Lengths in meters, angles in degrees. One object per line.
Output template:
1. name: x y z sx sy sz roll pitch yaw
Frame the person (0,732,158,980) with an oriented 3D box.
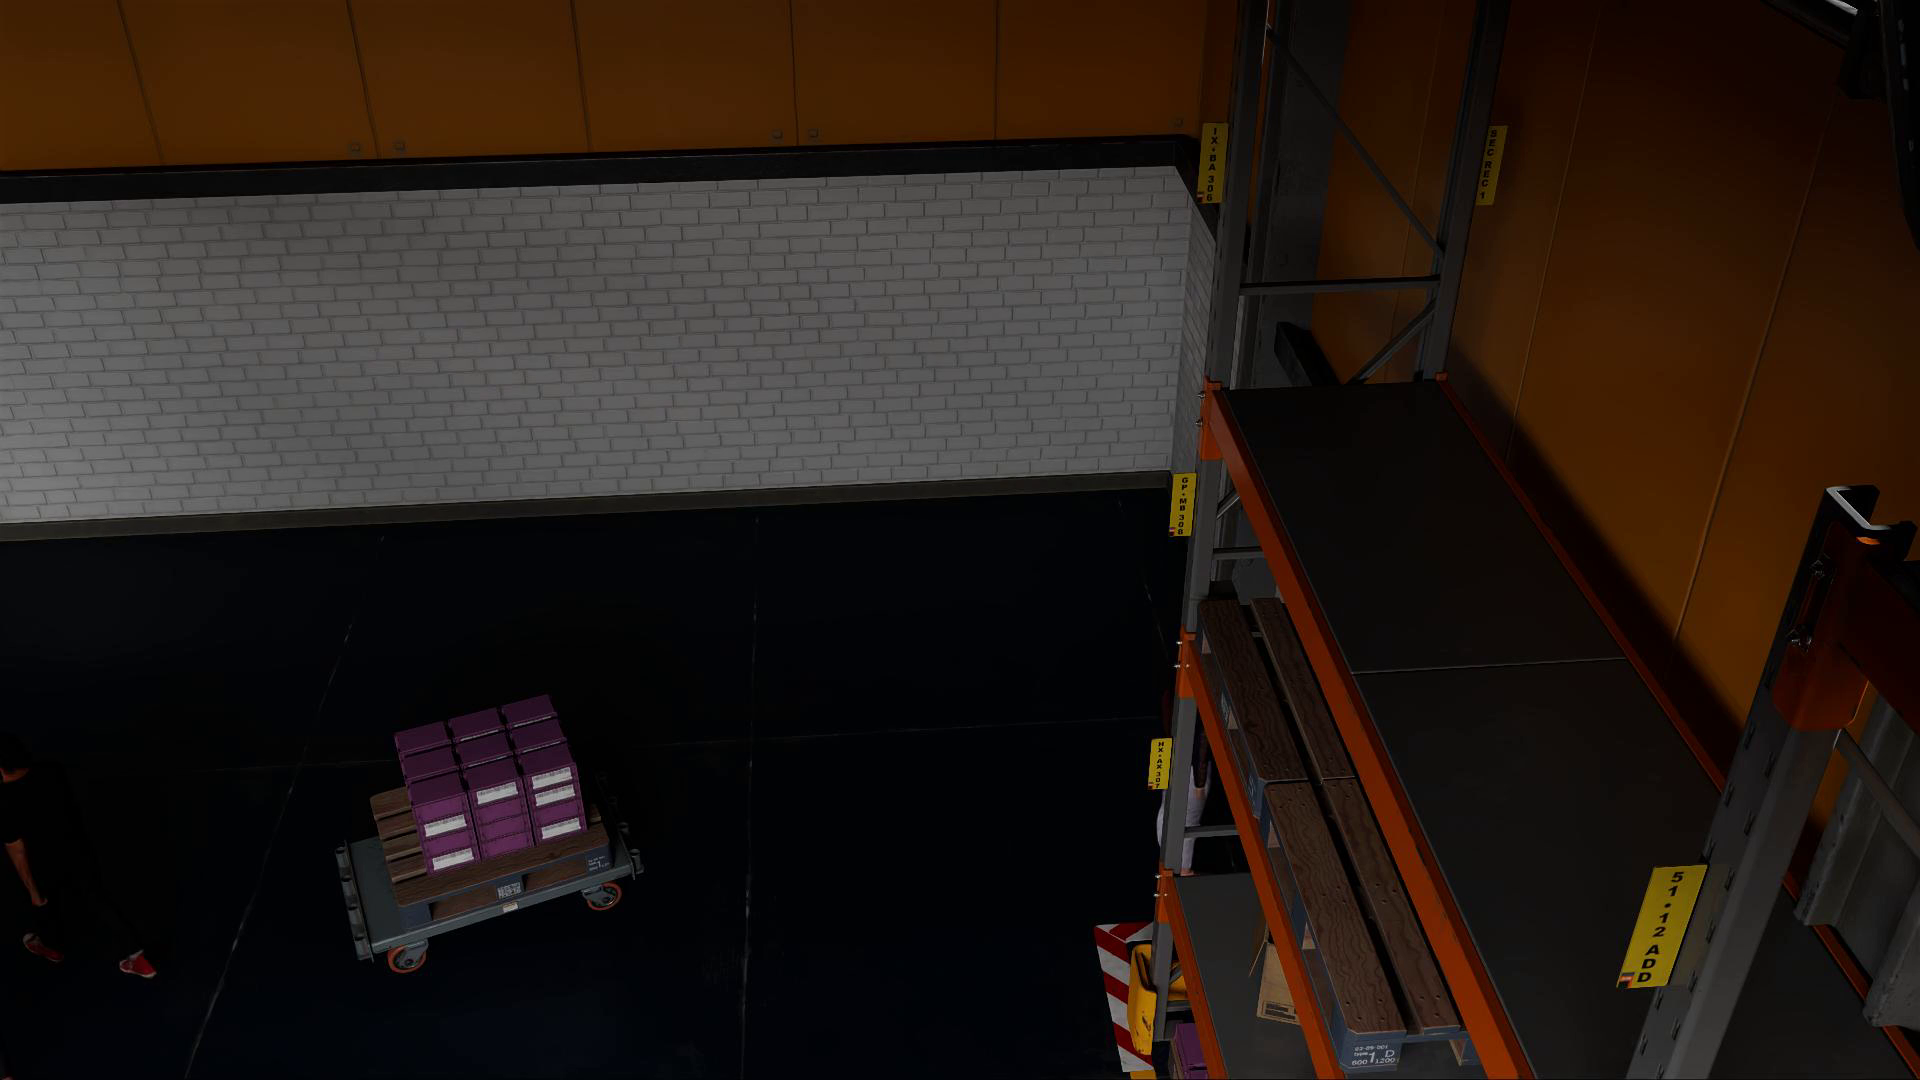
1. person: -4.890 1.785 9.121 1.087 1.715 1.188 14 36 20

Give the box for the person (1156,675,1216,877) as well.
1. person: 1.350 1.364 9.852 0.718 1.607 0.575 -13 36 -19
